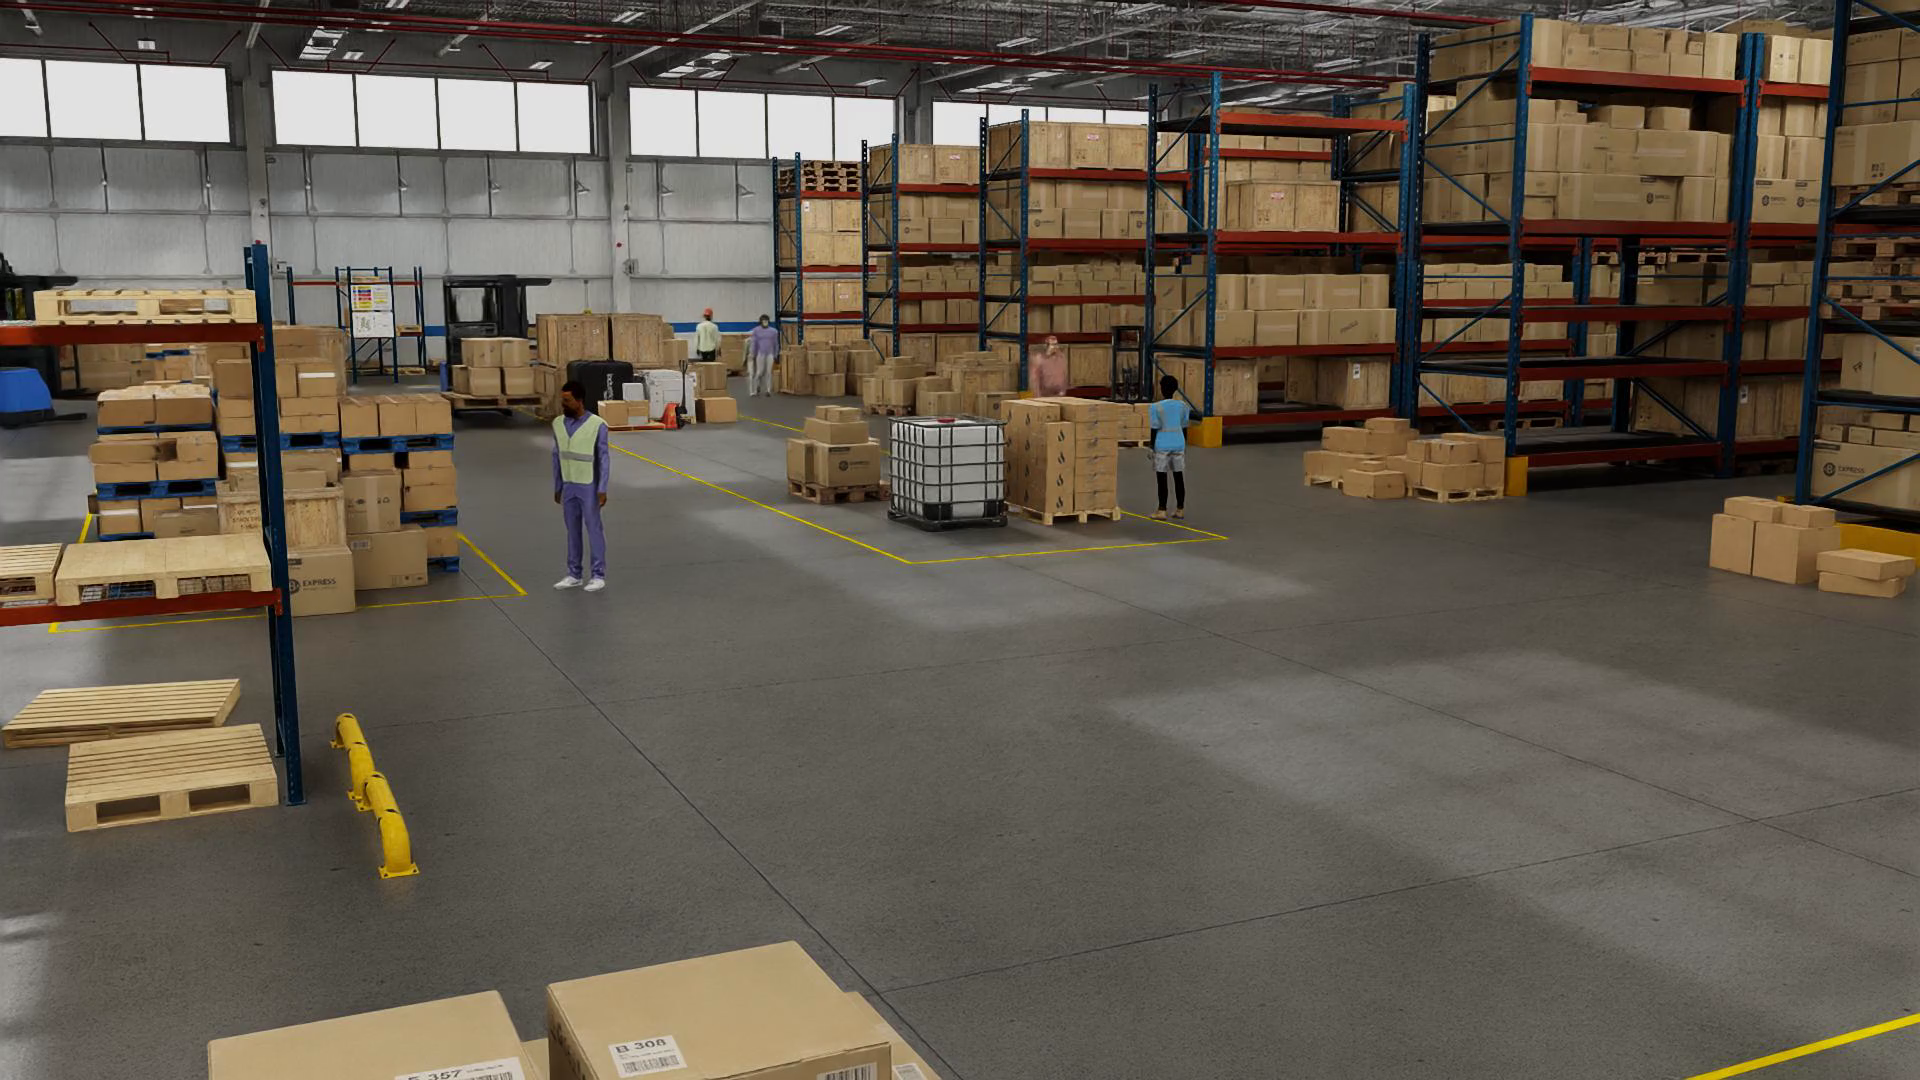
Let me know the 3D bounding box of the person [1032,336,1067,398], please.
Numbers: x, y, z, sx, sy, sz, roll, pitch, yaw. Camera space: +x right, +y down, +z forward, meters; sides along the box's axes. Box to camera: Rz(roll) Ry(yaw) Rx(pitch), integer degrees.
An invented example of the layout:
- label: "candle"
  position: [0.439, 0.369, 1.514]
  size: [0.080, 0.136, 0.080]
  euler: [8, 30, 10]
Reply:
- label: "person"
  position: [1.486, -2.294, 26.415]
  size: [0.673, 1.871, 0.876]
  euler: [-5, 10, -26]

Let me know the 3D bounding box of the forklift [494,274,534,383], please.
- label: "forklift"
  position: [-11.503, -5.357, 42.326]
  size: [1.873, 2.768, 1.129]
  euler: [-4, 10, -25]

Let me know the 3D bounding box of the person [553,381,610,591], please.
- label: "person"
  position: [-3.440, -0.494, 15.138]
  size: [0.590, 1.916, 0.393]
  euler: [4, 10, 26]

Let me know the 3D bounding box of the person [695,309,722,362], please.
- label: "person"
  position: [-6.276, -4.785, 41.554]
  size: [0.635, 1.978, 0.425]
  euler: [4, 10, 22]

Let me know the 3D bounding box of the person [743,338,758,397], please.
- label: "person"
  position: [-4.742, -4.131, 38.656]
  size: [0.564, 1.595, 0.798]
  euler: [-3, 10, -19]

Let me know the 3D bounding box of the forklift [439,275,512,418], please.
- label: "forklift"
  position: [-9.810, -3.914, 33.371]
  size: [1.129, 2.768, 1.873]
  euler: [-4, 10, -26]

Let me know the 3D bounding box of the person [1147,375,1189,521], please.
- label: "person"
  position: [2.423, -1.067, 19.366]
  size: [0.536, 1.696, 0.322]
  euler: [-4, 10, -24]

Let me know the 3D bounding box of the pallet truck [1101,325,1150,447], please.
- label: "pallet truck"
  position: [2.881, -2.596, 27.923]
  size: [0.823, 1.965, 1.885]
  euler: [-1, 9, -7]

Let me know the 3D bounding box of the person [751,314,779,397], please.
- label: "person"
  position: [-4.508, -4.269, 38.530]
  size: [0.627, 1.925, 0.428]
  euler: [-3, 10, -18]

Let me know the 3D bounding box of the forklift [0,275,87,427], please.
- label: "forklift"
  position: [-17.725, -3.586, 31.333]
  size: [1.129, 2.768, 1.873]
  euler: [2, 9, 14]
